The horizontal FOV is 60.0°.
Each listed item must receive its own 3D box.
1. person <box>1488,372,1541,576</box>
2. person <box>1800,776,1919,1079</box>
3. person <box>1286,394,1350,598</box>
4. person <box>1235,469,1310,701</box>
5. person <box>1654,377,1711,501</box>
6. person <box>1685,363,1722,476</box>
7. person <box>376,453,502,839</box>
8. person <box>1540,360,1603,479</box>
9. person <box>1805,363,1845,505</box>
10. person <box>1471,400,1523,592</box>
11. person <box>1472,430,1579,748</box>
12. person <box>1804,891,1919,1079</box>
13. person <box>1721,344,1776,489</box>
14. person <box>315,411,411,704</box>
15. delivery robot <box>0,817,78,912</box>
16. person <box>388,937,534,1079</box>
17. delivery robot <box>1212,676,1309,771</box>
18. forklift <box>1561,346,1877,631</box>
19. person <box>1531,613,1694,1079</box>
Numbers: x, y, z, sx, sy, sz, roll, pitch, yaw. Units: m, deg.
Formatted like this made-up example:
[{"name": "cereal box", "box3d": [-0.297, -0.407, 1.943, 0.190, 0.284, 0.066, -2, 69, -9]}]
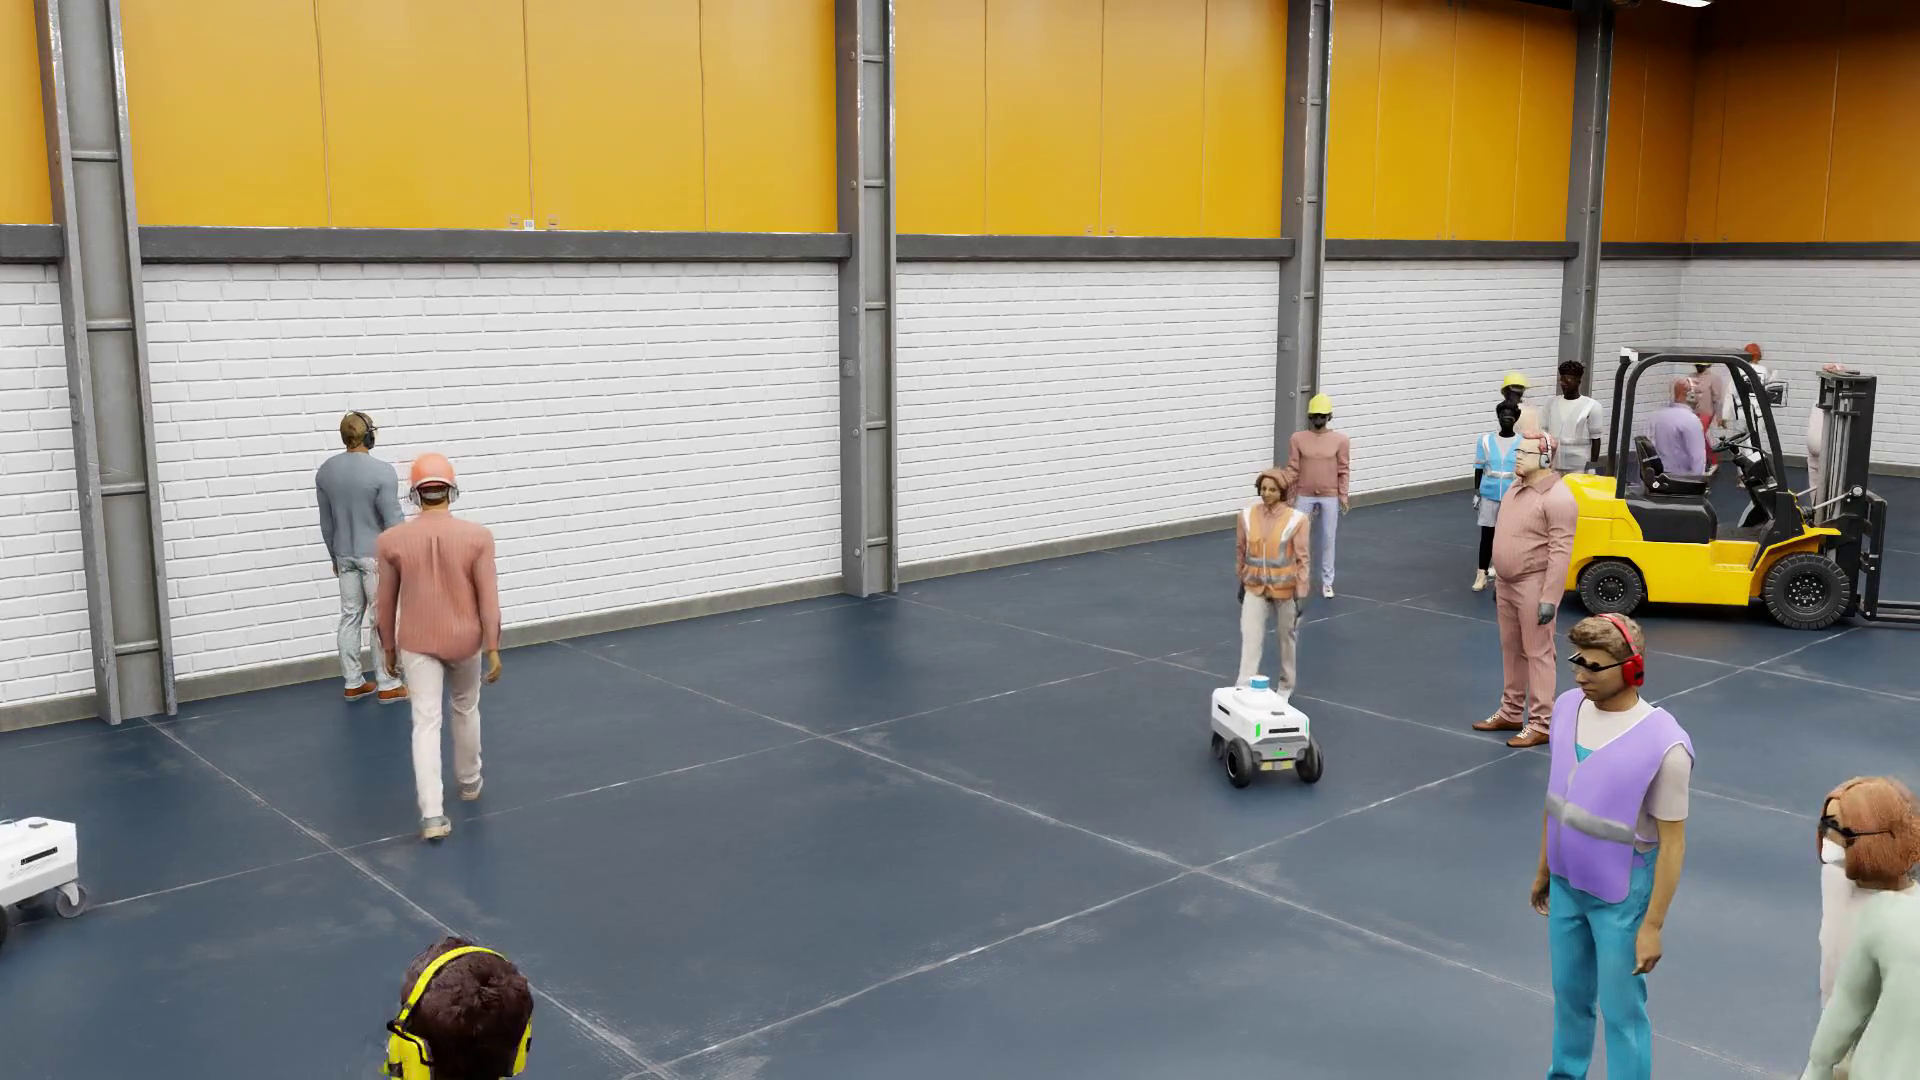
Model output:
[{"name": "person", "box3d": [5.150, -0.589, 15.259, 0.697, 1.880, 0.605, -8, 13, -40]}, {"name": "person", "box3d": [2.335, 1.402, 4.377, 0.629, 1.602, 0.526, -1, 10, -5]}, {"name": "person", "box3d": [3.080, -0.376, 14.345, 0.552, 1.767, 0.321, 2, 10, 13]}, {"name": "person", "box3d": [1.989, 0.336, 10.667, 0.534, 1.582, 0.875, 6, 11, 30]}, {"name": "person", "box3d": [6.474, -0.548, 15.073, 0.961, 1.865, 0.641, 1, 10, 5]}, {"name": "person", "box3d": [9.876, -1.666, 22.090, 0.887, 1.705, 0.542, -5, 11, -27]}, {"name": "person", "box3d": [-2.702, 0.520, 8.640, 0.627, 1.934, 1.044, -2, 10, -14]}, {"name": "person", "box3d": [5.776, -0.730, 15.827, 0.361, 1.964, 0.613, -9, 13, -42]}, {"name": "person", "box3d": [8.491, -0.778, 16.295, 0.402, 1.904, 0.652, -1, 10, -4]}, {"name": "person", "box3d": [4.743, -0.375, 14.534, 0.536, 1.700, 0.318, 5, 11, 25]}, {"name": "person", "box3d": [3.413, 0.285, 10.050, 0.409, 1.913, 0.642, -2, 10, -13]}, {"name": "person", "box3d": [2.454, 1.445, 4.174, 0.732, 1.587, 0.551, -4, 11, -23]}, {"name": "person", "box3d": [10.059, -1.585, 21.247, 0.588, 1.825, 0.986, 5, 11, 26]}, {"name": "person", "box3d": [-3.908, 0.118, 10.949, 0.631, 1.940, 0.372, 3, 10, 19]}, {"name": "delivery robot", "box3d": [-4.193, 1.407, 7.169, 0.477, 0.478, 0.707, 4, 11, 22]}, {"name": "person", "box3d": [-0.794, 1.578, 2.694, 0.332, 1.856, 0.581, 4, 11, 23]}, {"name": "delivery robot", "box3d": [1.700, 1.017, 9.457, 0.477, 0.478, 0.707, -2, 10, -12]}, {"name": "forklift", "box3d": [6.109, -0.478, 13.691, 2.313, 2.155, 1.214, 3, 10, 16]}, {"name": "person", "box3d": [2.063, 1.130, 5.319, 0.390, 1.838, 0.563, -4, 10, -20]}]
